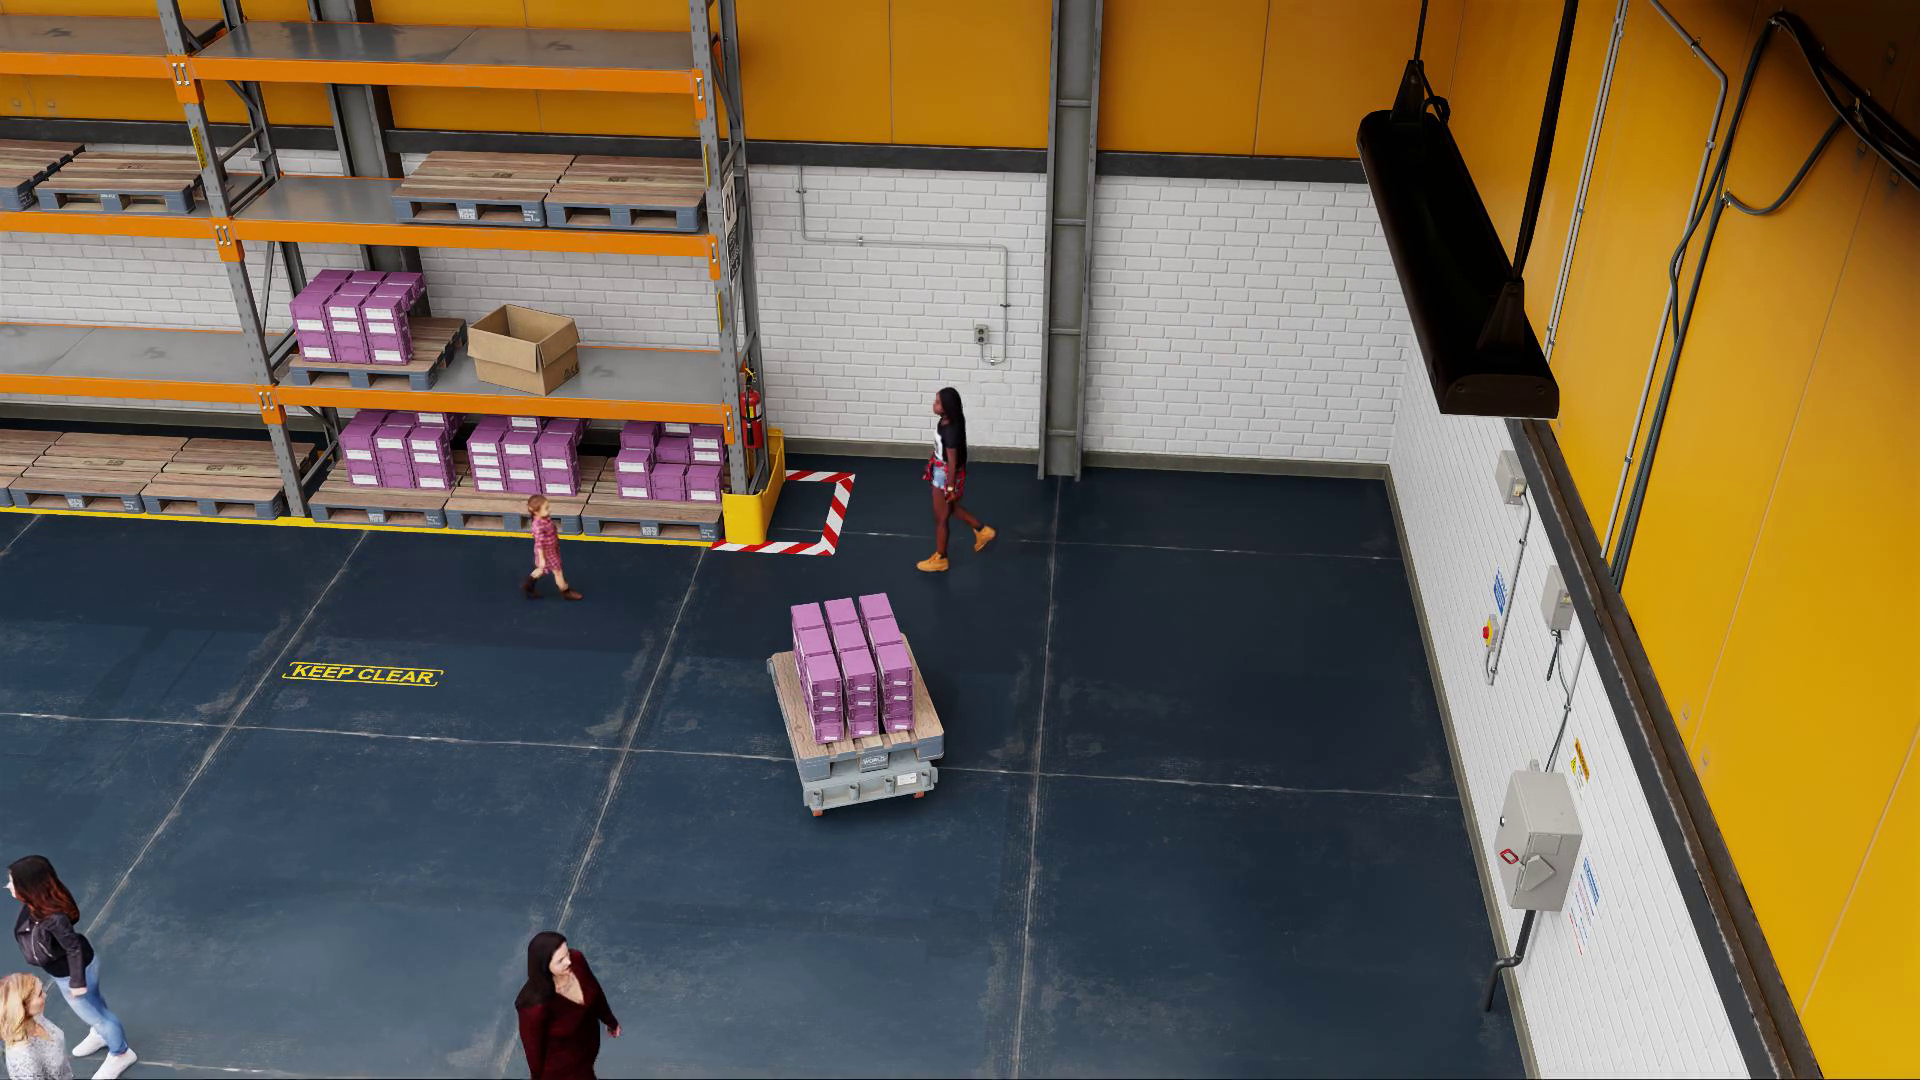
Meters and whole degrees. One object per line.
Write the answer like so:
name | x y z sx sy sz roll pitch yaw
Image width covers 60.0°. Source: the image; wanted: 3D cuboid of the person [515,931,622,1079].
person | -2.174 2.690 8.822 0.995 1.726 0.782 8 34 12

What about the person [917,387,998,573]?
person | -0.016 -0.497 13.625 0.965 1.716 0.717 -4 34 -6

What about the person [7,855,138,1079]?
person | -5.012 2.385 9.364 0.776 1.634 0.716 -25 41 -32

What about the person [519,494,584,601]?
person | -3.376 0.063 13.421 0.736 1.009 0.461 0 34 0
